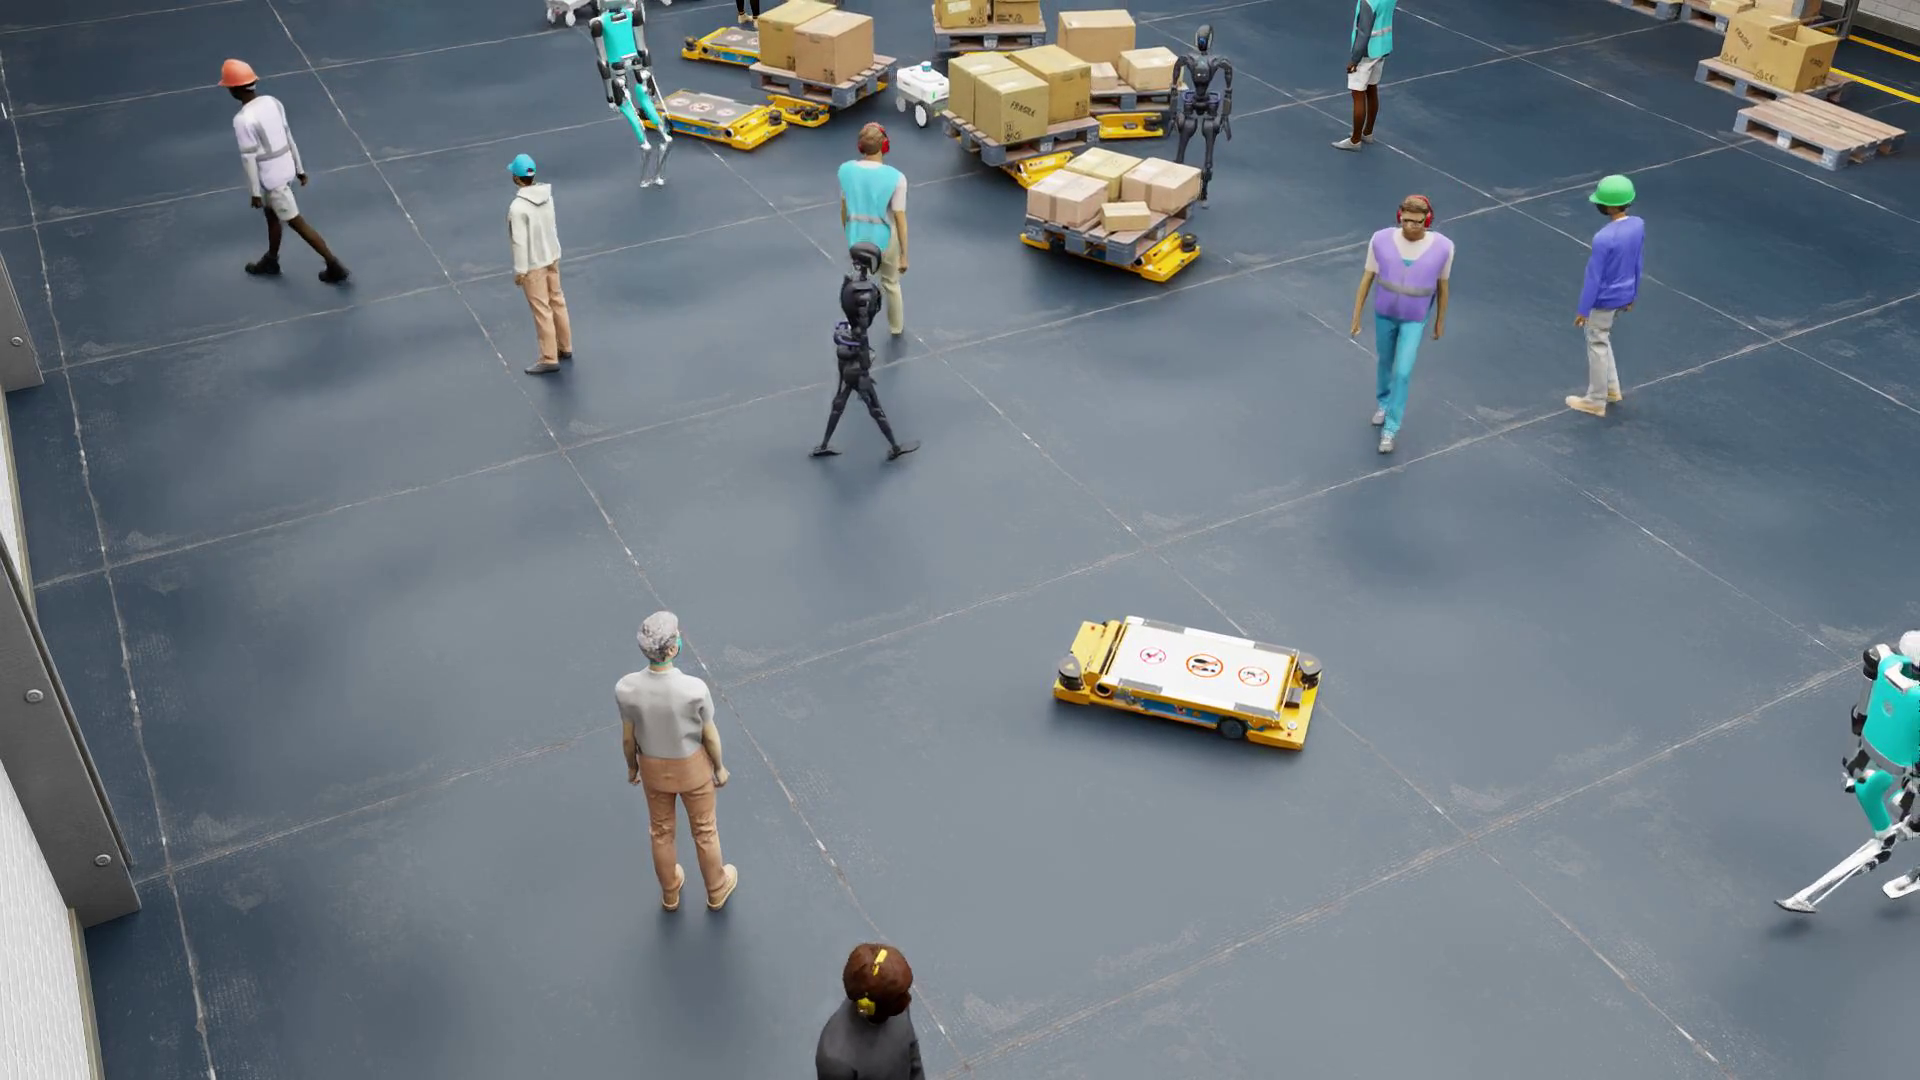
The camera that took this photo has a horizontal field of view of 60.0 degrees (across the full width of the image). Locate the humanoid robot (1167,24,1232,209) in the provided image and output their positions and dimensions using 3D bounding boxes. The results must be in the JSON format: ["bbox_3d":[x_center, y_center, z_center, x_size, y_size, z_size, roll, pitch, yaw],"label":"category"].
[{"bbox_3d":[2.164,-3.818,14.936,0.588,1.646,0.371,6,35,8],"label":"humanoid robot"}]

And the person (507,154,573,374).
[{"bbox_3d":[-3.186,-2.054,12.438,0.377,1.663,0.535,15,38,20],"label":"person"}]

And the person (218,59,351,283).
[{"bbox_3d":[-5.572,-2.986,13.582,0.970,1.885,0.564,5,35,7],"label":"person"}]

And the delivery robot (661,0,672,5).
[{"bbox_3d":[-3.408,-6.880,20.278,0.773,0.582,0.499,-25,42,-31],"label":"delivery robot"}]

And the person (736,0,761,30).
[{"bbox_3d":[-2.435,-6.745,19.097,0.538,1.699,0.317,27,43,33],"label":"person"}]

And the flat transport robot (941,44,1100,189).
[{"bbox_3d":[0.589,-3.778,16.109,0.659,0.231,1.431,-17,39,-23],"label":"flat transport robot"}]

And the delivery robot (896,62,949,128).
[{"bbox_3d":[-0.330,-4.573,16.999,0.499,0.598,0.802,-22,41,-28],"label":"delivery robot"}]

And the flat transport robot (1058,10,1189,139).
[{"bbox_3d":[1.619,-4.471,17.099,0.659,0.231,1.431,-4,35,-6],"label":"flat transport robot"}]

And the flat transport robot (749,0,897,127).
[{"bbox_3d":[-1.410,-4.665,17.376,0.659,0.231,1.431,18,39,24],"label":"flat transport robot"}]

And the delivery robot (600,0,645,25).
[{"bbox_3d":[-3.971,-6.401,19.585,0.499,0.571,0.756,-2,35,-3],"label":"delivery robot"}]

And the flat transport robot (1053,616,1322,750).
[{"bbox_3d":[1.316,0.796,9.580,1.431,0.231,0.659,11,37,15],"label":"flat transport robot"}]

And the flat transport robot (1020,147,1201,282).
[{"bbox_3d":[1.298,-2.603,14.433,1.431,0.231,0.659,21,40,27],"label":"flat transport robot"}]

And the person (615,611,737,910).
[{"bbox_3d":[-1.353,1.073,7.899,0.483,1.742,0.326,3,35,4],"label":"person"}]

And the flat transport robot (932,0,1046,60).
[{"bbox_3d":[0.318,-5.506,18.578,0.659,0.231,1.431,-1,35,-2],"label":"flat transport robot"}]

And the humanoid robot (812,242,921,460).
[{"bbox_3d":[-0.672,-1.277,11.348,0.780,1.622,0.613,-5,35,-7],"label":"humanoid robot"}]

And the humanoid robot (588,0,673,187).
[{"bbox_3d":[-2.933,-4.063,15.252,0.530,1.771,0.799,-27,43,-33],"label":"humanoid robot"}]

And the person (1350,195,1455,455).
[{"bbox_3d":[3.008,-1.496,11.499,0.600,1.807,0.872,15,38,20],"label":"person"}]

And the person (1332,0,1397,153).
[{"bbox_3d":[3.935,-4.692,15.960,0.412,1.937,0.568,27,43,33],"label":"person"}]

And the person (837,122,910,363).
[{"bbox_3d":[-0.652,-2.227,12.570,0.598,1.800,0.863,11,36,15],"label":"person"}]

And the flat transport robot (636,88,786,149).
[{"bbox_3d":[-2.529,-4.255,16.791,1.431,0.231,0.659,18,39,24],"label":"flat transport robot"}]

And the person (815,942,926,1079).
[{"bbox_3d":[-0.238,2.201,6.215,0.954,1.827,0.509,17,38,22],"label":"person"}]

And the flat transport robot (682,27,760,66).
[{"bbox_3d":[-2.314,-5.449,18.496,1.431,0.231,0.659,15,38,21],"label":"flat transport robot"}]

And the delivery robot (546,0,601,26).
[{"bbox_3d":[-4.574,-6.442,19.652,0.499,0.581,0.774,15,38,20],"label":"delivery robot"}]

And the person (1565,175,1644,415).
[{"bbox_3d":[4.556,-1.719,11.808,0.498,1.838,0.443,-26,43,-32],"label":"person"}]

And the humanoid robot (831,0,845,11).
[{"bbox_3d":[-1.474,-6.801,19.081,0.720,1.721,0.531,17,39,23],"label":"humanoid robot"}]

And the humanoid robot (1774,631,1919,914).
[{"bbox_3d":[4.509,1.128,7.840,1.057,1.740,0.548,-8,36,-12],"label":"humanoid robot"}]
